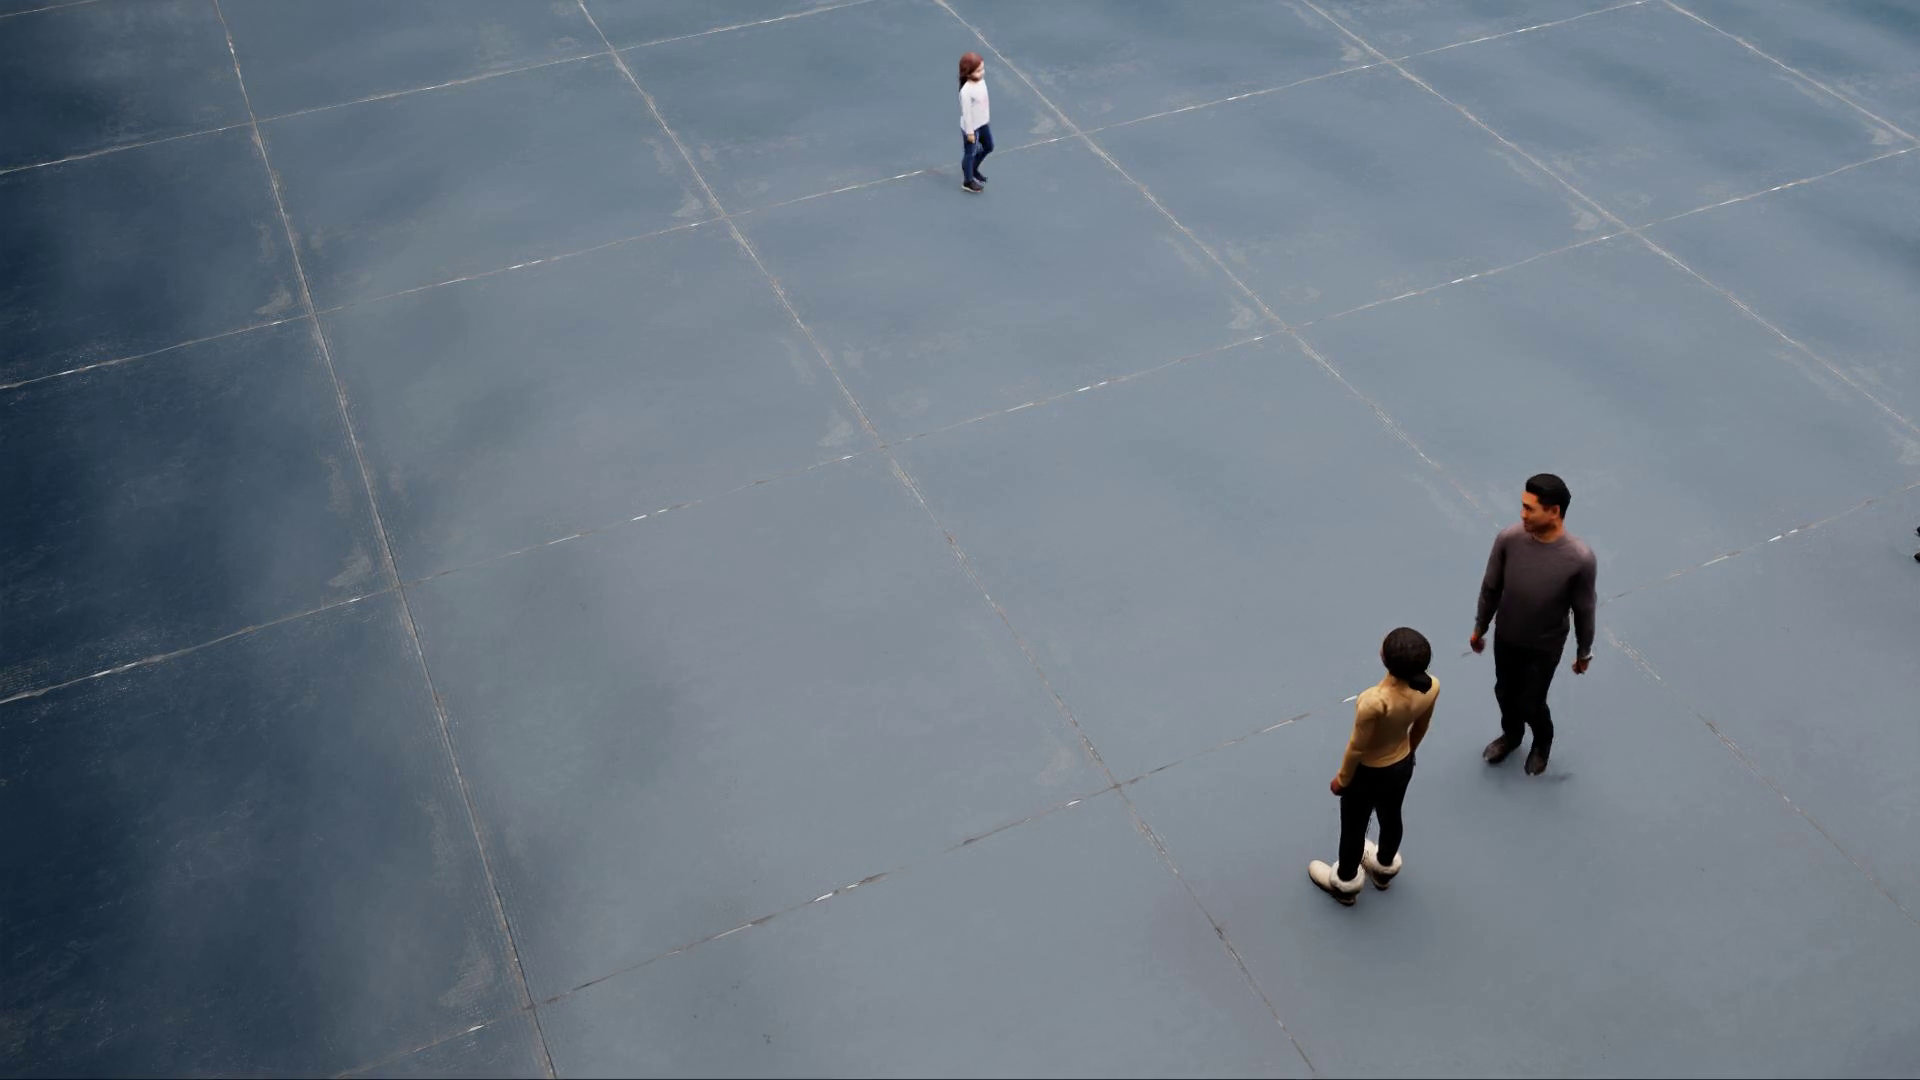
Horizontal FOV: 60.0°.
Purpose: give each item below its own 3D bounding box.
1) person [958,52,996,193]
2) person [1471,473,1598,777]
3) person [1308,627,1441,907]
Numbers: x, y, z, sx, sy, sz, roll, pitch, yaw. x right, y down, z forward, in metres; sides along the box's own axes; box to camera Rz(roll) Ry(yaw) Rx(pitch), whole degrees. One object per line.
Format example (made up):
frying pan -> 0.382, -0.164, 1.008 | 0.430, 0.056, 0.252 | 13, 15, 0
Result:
person -> 0.060, -3.124, 12.376 | 0.601, 1.103, 0.549 | 21, 46, 21
person -> 2.763, 0.459, 7.970 | 0.882, 1.722, 0.715 | -9, 43, -10
person -> 1.878, 1.013, 7.407 | 0.577, 1.659, 0.516 | -17, 45, -18
